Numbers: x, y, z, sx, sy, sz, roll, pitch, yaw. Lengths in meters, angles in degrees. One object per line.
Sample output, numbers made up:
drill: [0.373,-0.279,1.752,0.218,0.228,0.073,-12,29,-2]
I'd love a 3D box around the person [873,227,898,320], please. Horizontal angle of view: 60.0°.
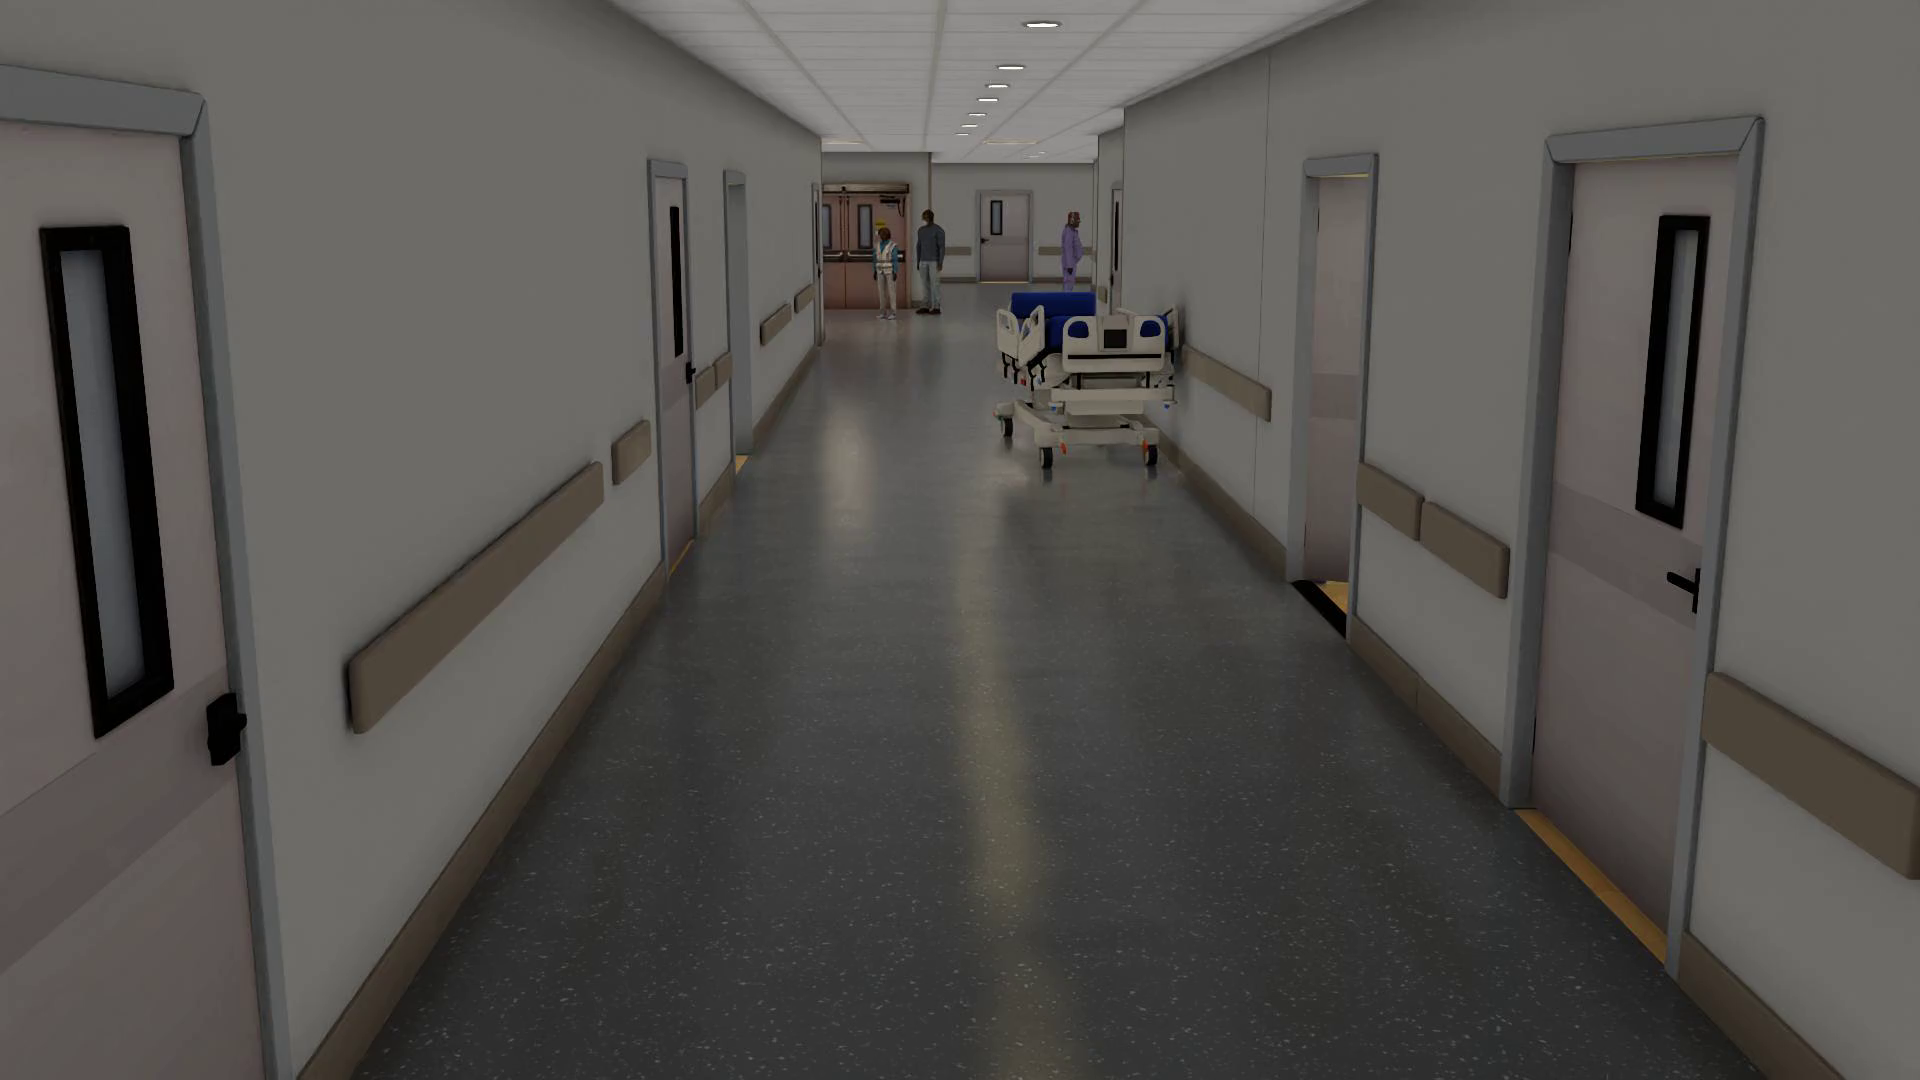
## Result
person: [-1.321,-4.742,29.609,0.518,1.631,0.319,7,14,31]

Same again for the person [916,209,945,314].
person: [-0.558,-5.160,30.902,0.635,1.931,0.354,9,15,38]

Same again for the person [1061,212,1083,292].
person: [2.069,-5.100,30.715,0.398,1.900,0.634,1,12,6]
